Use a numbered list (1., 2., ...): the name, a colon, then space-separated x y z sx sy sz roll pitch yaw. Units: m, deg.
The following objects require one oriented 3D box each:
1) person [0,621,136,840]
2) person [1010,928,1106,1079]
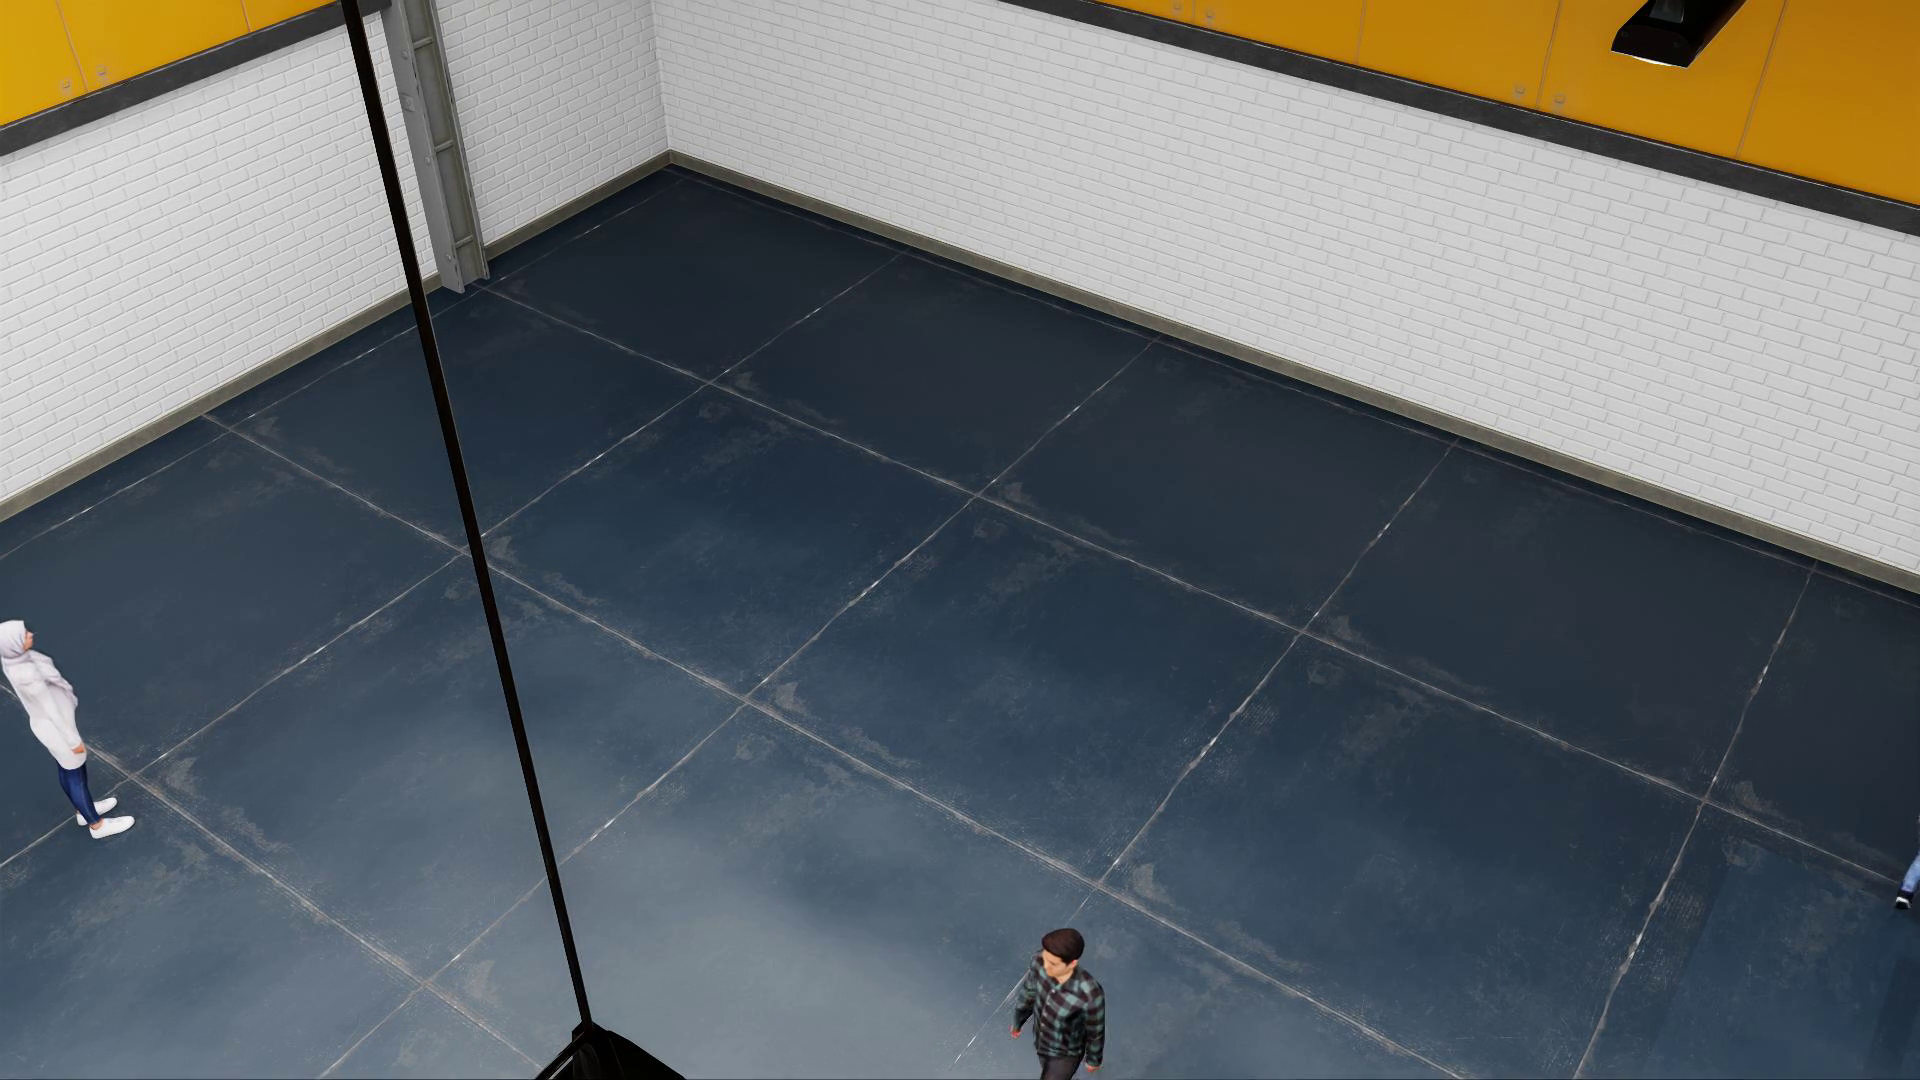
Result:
1. person: -5.757 1.203 10.581 0.593 1.776 0.652 -30 47 -32
2. person: 0.582 2.634 9.014 0.725 1.701 0.766 -25 45 -28
